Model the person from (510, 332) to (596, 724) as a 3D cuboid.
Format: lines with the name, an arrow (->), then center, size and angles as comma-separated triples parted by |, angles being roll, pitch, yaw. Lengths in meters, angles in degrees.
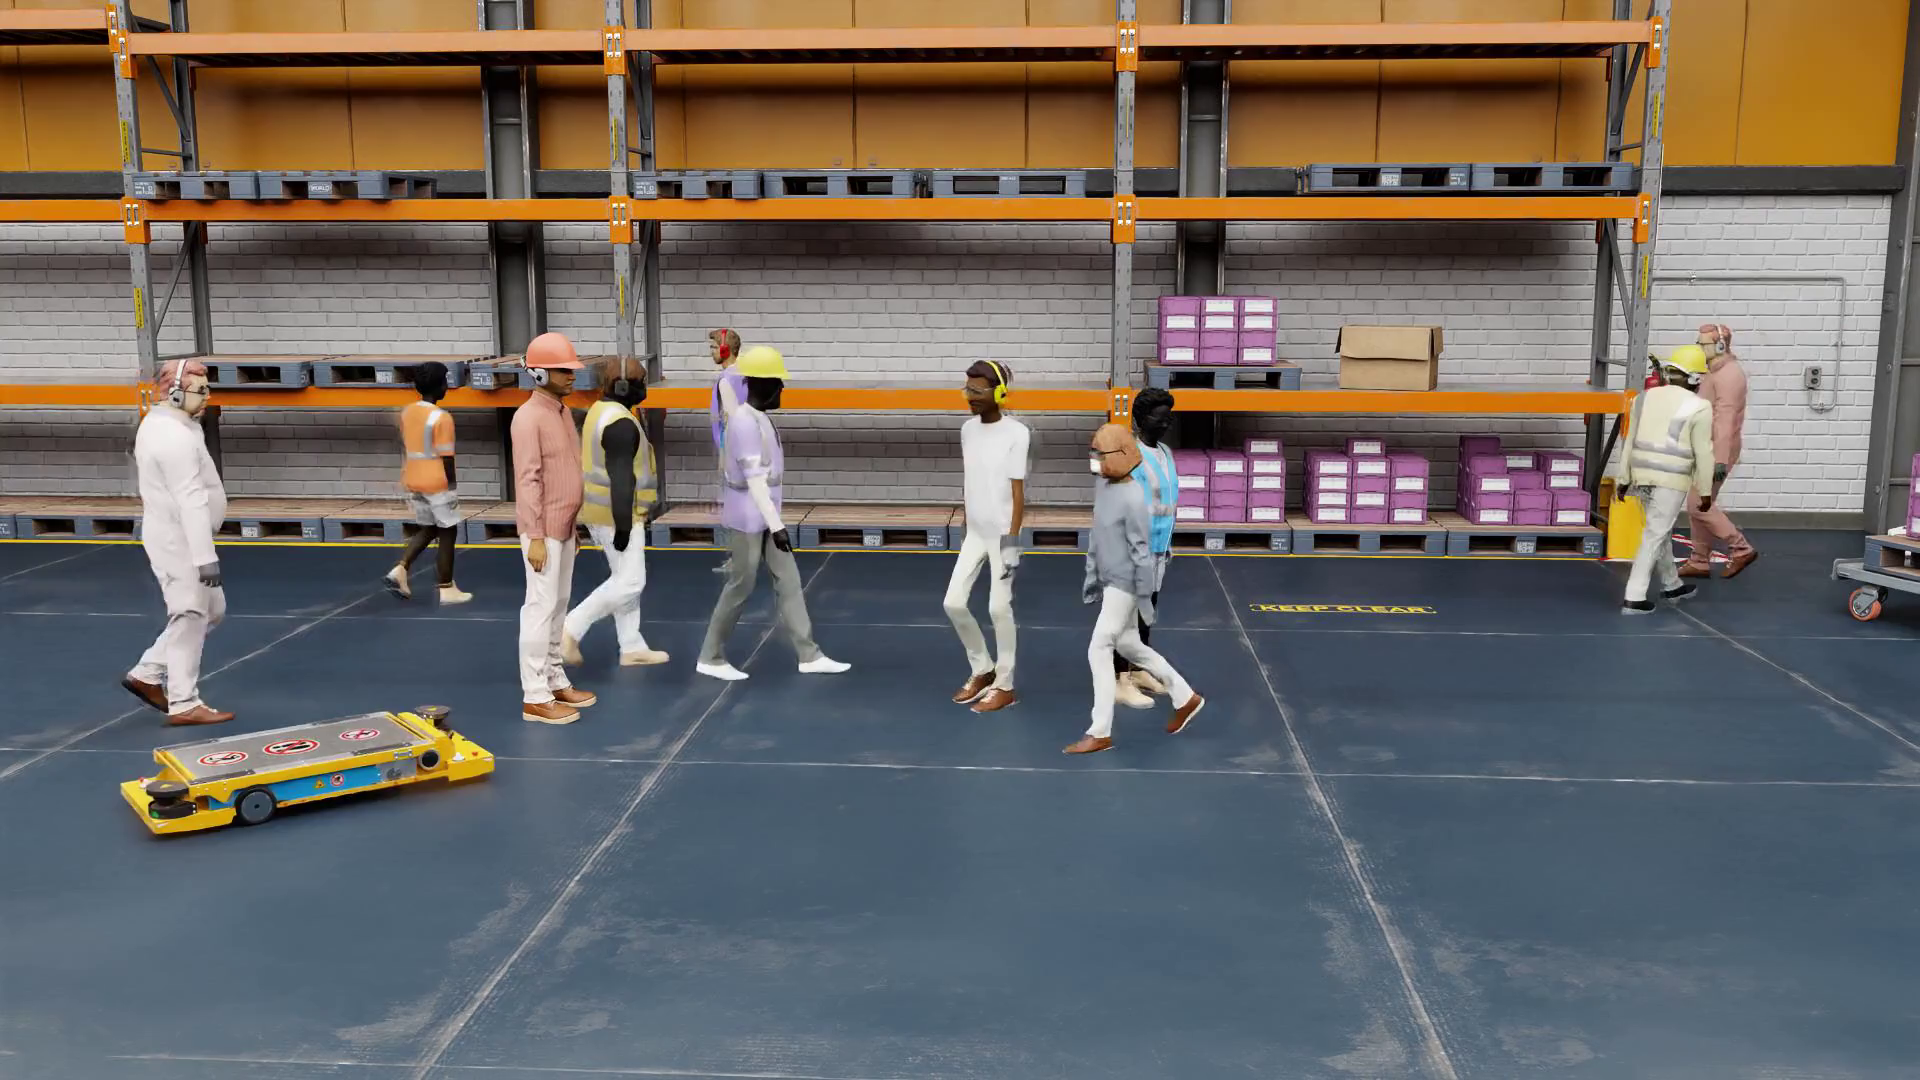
person -> -2.090, -0.067, 8.567 | 0.396, 1.992, 0.619 | 1, 10, 5

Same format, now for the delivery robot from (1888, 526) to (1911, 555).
delivery robot -> 6.998, 0.052, 11.805 | 0.477, 0.478, 0.707 | -8, 12, -38

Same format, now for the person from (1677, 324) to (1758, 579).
person -> 5.514, -0.626, 12.119 | 0.501, 1.893, 0.659 | 3, 10, 19

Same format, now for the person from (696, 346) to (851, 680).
person -> -1.090, -0.137, 9.300 | 0.858, 1.888, 0.592 | 1, 10, 7

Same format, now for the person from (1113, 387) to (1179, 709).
person -> 0.985, 0.031, 8.859 | 0.322, 1.697, 0.531 | 6, 11, 30

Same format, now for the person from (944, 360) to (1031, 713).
person -> 0.148, -0.006, 8.647 | 0.514, 1.855, 0.416 | 9, 13, 43

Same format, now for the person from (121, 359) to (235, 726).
person -> -3.906, 0.032, 8.336 | 0.467, 1.880, 0.654 | -6, 11, -30

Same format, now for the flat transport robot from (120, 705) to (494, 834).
flat transport robot -> -2.886, 0.994, 7.394 | 1.431, 0.197, 0.652 | -7, 12, -37

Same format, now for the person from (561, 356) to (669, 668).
person -> -2.024, -0.134, 9.497 | 0.637, 1.823, 0.631 | -4, 10, -22

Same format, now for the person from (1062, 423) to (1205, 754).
person -> 0.869, 0.225, 8.026 | 0.736, 1.600, 0.504 | -2, 10, -11

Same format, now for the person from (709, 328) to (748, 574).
person -> -1.682, -0.664, 12.511 | 0.372, 1.839, 0.570 | 1, 10, 6

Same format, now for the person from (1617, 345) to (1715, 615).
person -> 4.776, -0.401, 11.128 | 0.884, 1.784, 0.604 | -5, 11, -26

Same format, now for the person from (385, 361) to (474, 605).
person -> -3.605, -0.369, 11.256 | 0.543, 1.679, 0.481 | 8, 12, 39
